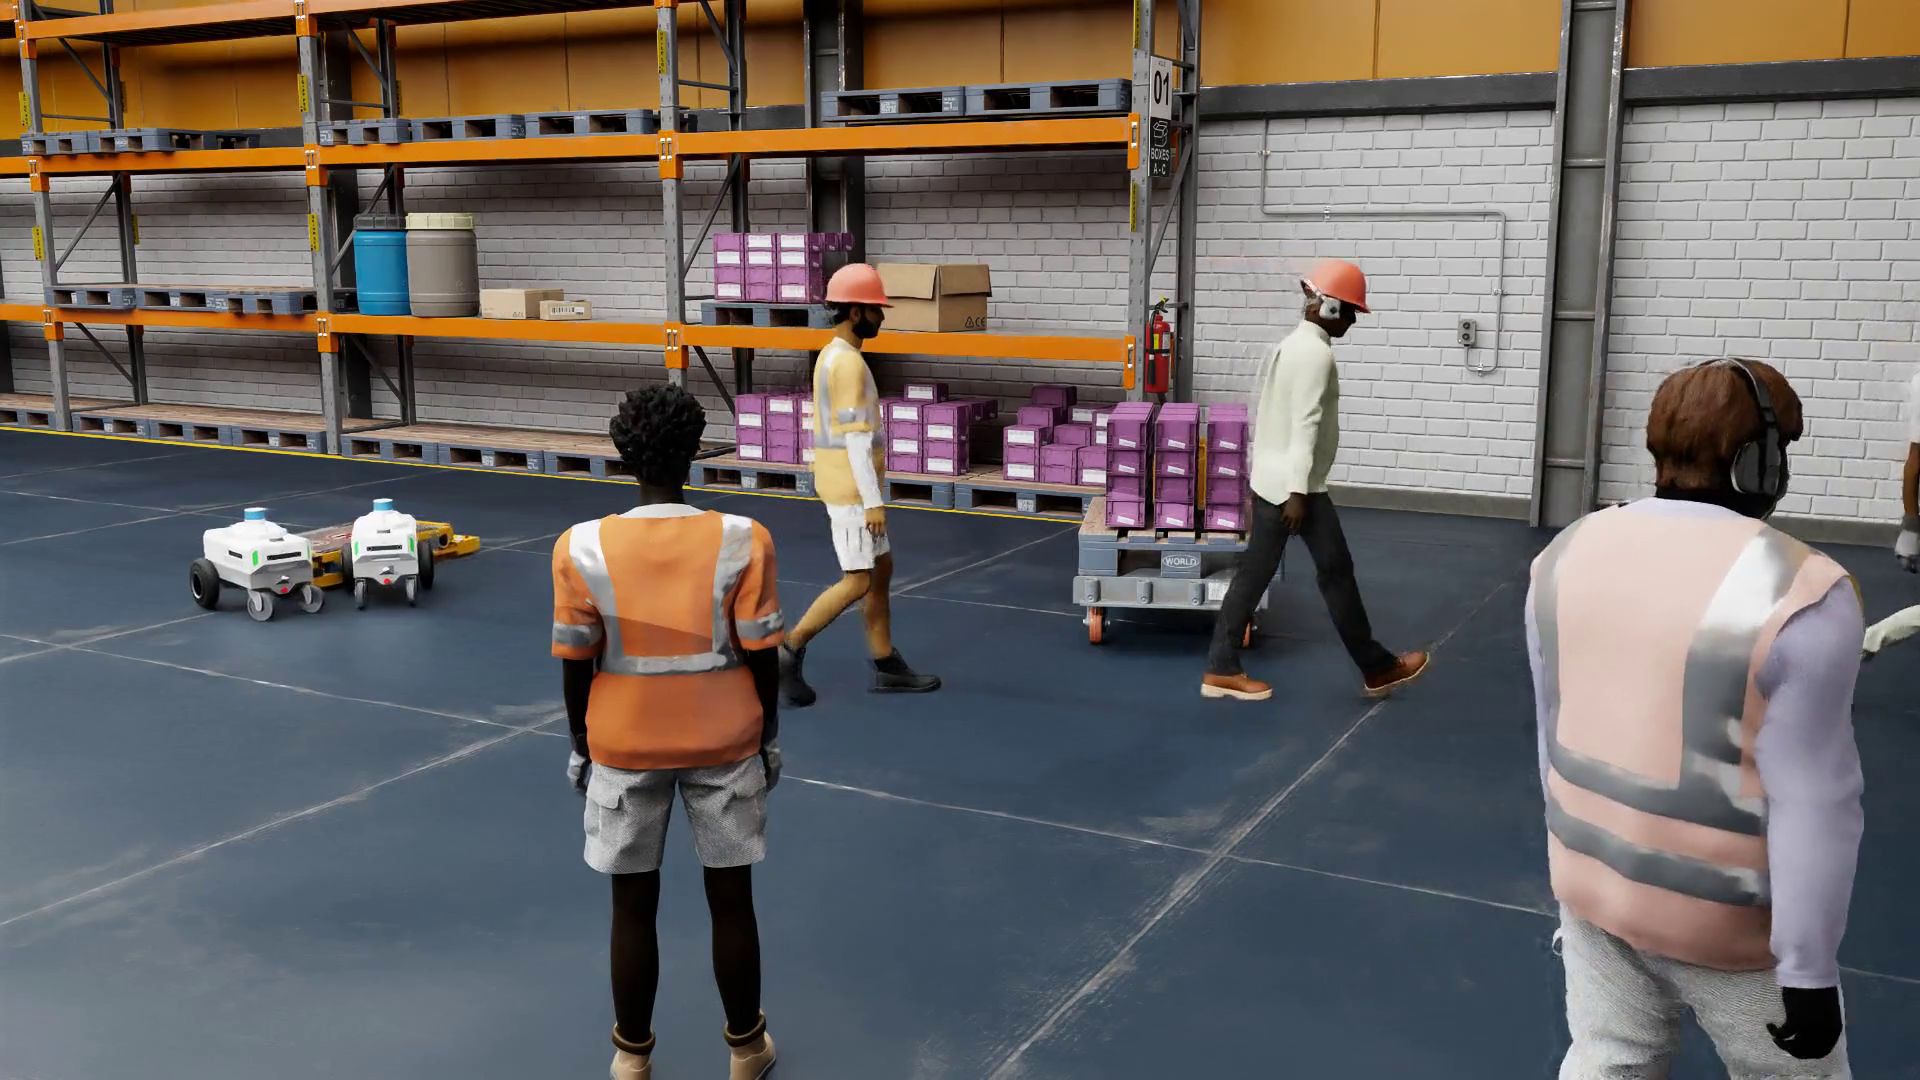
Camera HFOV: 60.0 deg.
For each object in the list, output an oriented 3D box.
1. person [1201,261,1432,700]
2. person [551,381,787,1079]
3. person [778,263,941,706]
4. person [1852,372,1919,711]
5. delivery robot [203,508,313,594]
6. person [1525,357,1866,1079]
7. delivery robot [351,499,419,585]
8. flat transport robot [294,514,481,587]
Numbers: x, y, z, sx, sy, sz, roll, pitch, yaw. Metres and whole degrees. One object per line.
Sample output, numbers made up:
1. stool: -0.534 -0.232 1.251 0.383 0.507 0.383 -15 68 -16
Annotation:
1. person: 1.546 -0.236 7.211 1.035 1.913 0.670 -1 10 -5
2. person: -0.665 0.482 3.871 0.531 1.698 0.320 -1 10 -7
3. person: -0.487 -0.227 7.176 0.786 1.915 0.566 -1 10 -6
4. person: 3.914 -0.100 6.683 0.518 1.844 0.800 -6 12 -30
5. delivery robot: -3.807 0.069 9.013 0.477 0.478 0.707 -10 15 -44
6. person: 1.253 0.607 2.830 0.494 1.824 0.659 -5 11 -25
7. delivery robot: -3.220 0.013 9.319 0.477 0.478 0.707 -3 11 -18
8. flat transport robot: -3.666 0.054 10.128 0.652 0.197 1.431 5 11 25
